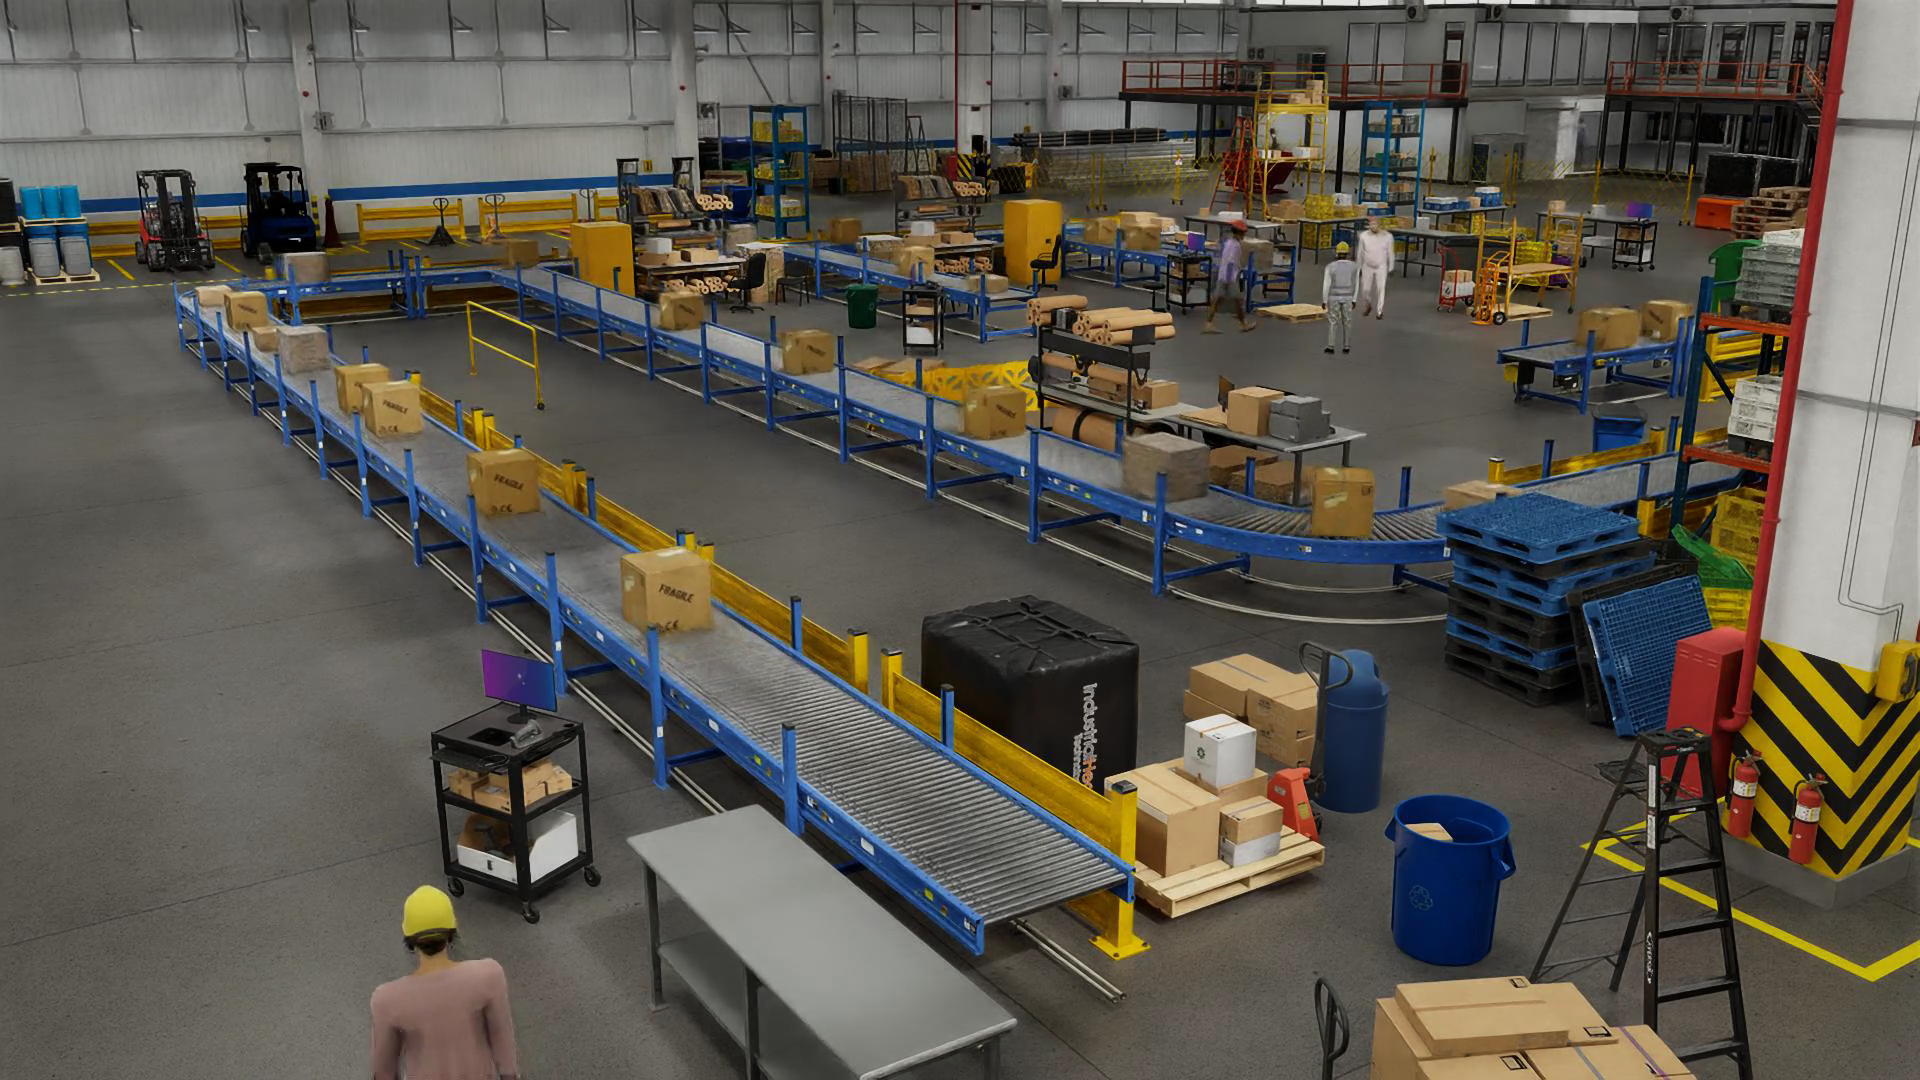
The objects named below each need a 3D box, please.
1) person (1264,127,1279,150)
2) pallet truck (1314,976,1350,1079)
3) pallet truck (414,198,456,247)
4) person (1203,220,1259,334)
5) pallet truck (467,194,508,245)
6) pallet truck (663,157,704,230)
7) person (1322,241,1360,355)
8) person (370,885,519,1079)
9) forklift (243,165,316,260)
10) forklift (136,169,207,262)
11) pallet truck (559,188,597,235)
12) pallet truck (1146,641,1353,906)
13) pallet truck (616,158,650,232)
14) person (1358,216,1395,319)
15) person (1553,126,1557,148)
[{"bbox_3d":[11.685,-14.639,62.748,0.527,1.808,0.848,-7,18,-22],"label":"person"},{"bbox_3d":[2.299,2.390,7.086,1.601,1.201,0.680,-2,17,-7],"label":"pallet truck"},{"bbox_3d":[-13.250,-8.060,41.856,0.680,1.201,1.601,-10,20,-31],"label":"pallet truck"},{"bbox_3d":[4.741,-4.574,29.003,1.060,1.958,0.610,-3,17,-11],"label":"person"},{"bbox_3d":[-11.983,-8.177,42.137,0.704,1.261,1.522,-11,20,-33],"label":"pallet truck"},{"bbox_3d":[-7.586,-9.308,44.692,0.823,1.965,1.885,-11,20,-33],"label":"pallet truck"},{"bbox_3d":[6.186,-3.935,27.094,0.587,1.835,0.404,-1,17,-4],"label":"person"},{"bbox_3d":[-2.101,2.204,6.794,0.554,1.745,0.552,-8,18,-25],"label":"person"},{"bbox_3d":[-15.898,-7.669,38.708,1.157,1.987,2.680,-11,20,-33],"label":"forklift"},{"bbox_3d":[-17.842,-7.318,37.559,1.157,1.987,2.680,-10,20,-31],"label":"forklift"},{"bbox_3d":[-10.010,-8.652,43.699,0.653,1.274,1.630,-10,20,-31],"label":"pallet truck"},{"bbox_3d":[1.664,1.407,10.232,1.630,1.274,0.653,-10,20,-31],"label":"pallet truck"},{"bbox_3d":[-8.918,-9.176,44.255,0.823,1.965,1.885,-9,19,-27],"label":"pallet truck"},{"bbox_3d":[7.642,-5.000,30.537,0.703,1.888,0.421,6,18,18],"label":"person"},{"bbox_3d":[27.245,-18.646,76.425,0.724,1.609,0.505,-8,19,-26],"label":"person"}]
